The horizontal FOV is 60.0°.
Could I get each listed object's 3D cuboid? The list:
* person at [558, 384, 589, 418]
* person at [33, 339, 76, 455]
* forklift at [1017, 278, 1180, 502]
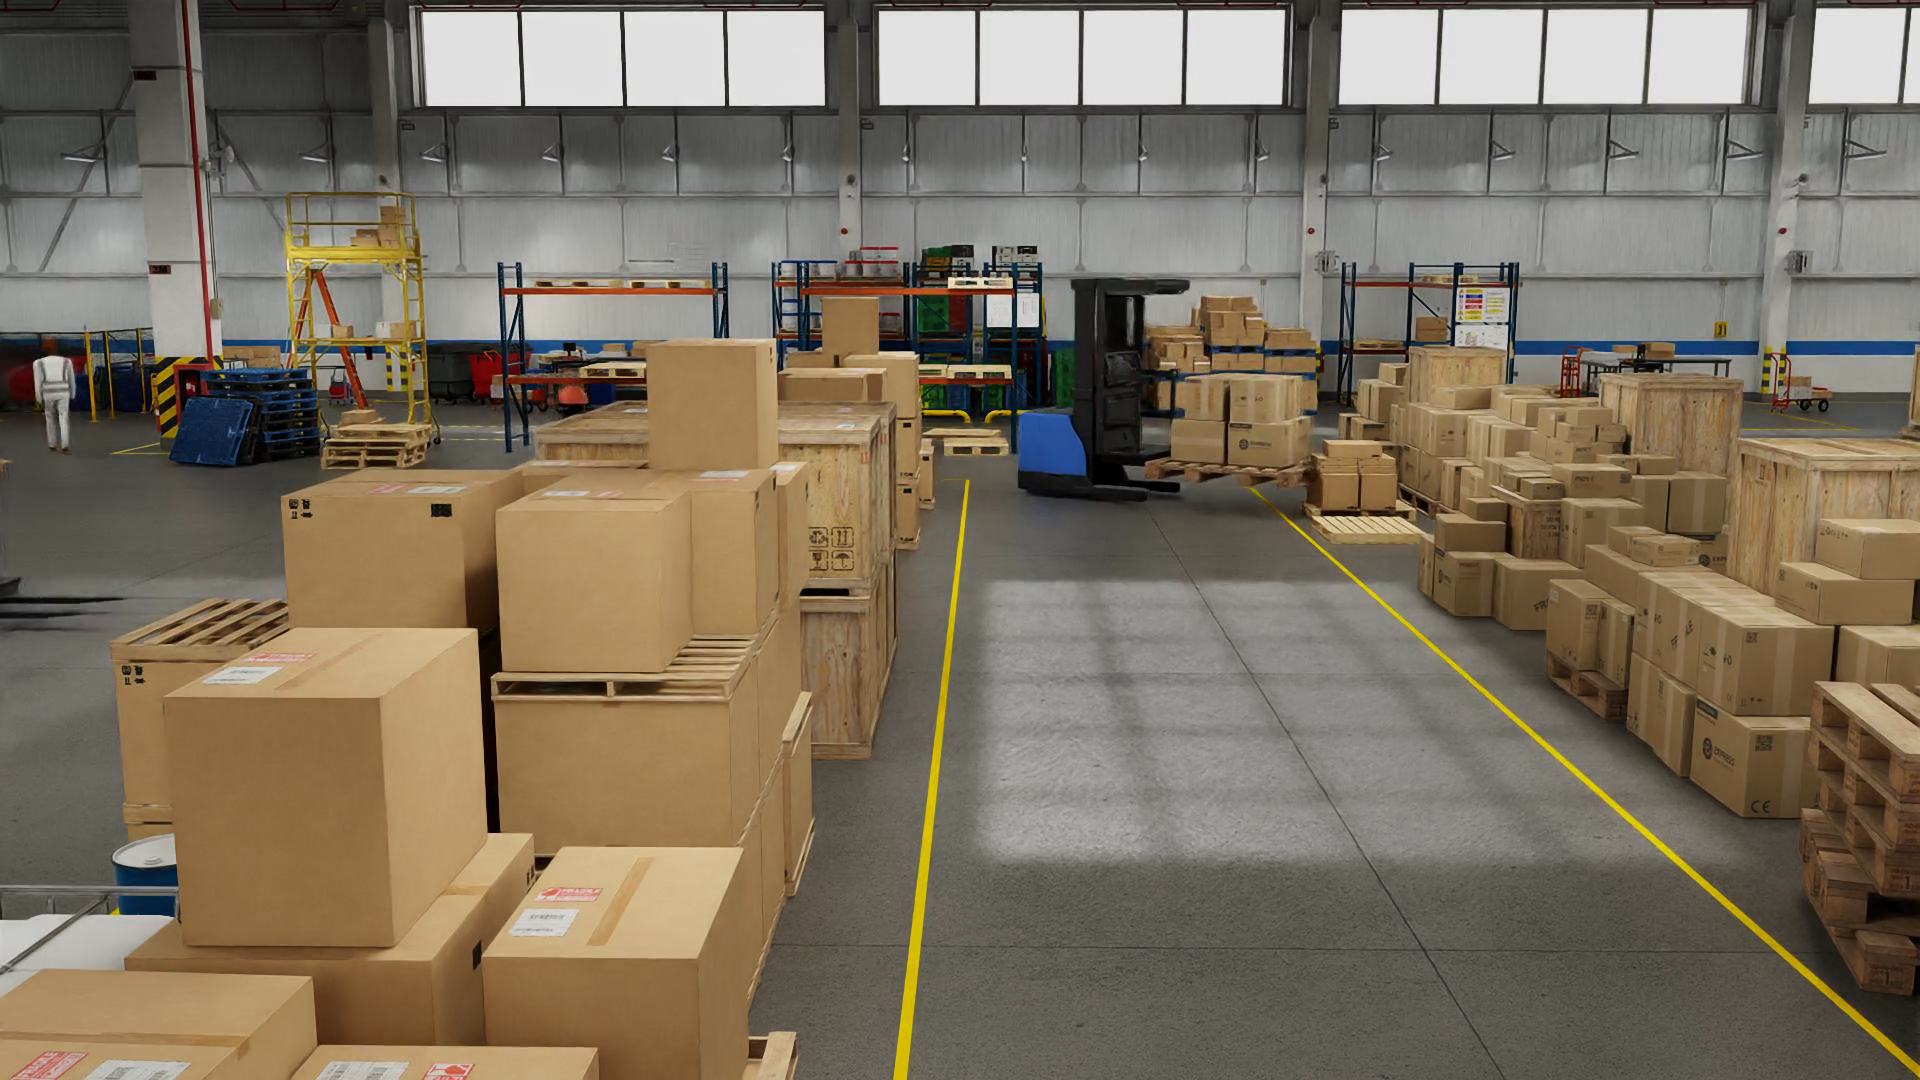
[{"bbox_3d":[-3.634,-0.495,15.505,0.559,1.913,0.836,9,13,43],"label":"person"},{"bbox_3d":[-14.320,-2.259,26.339,0.575,1.835,0.999,-5,11,-29],"label":"person"},{"bbox_3d":[1.783,-1.992,21.566,1.873,2.768,1.129,6,11,33],"label":"forklift"}]
